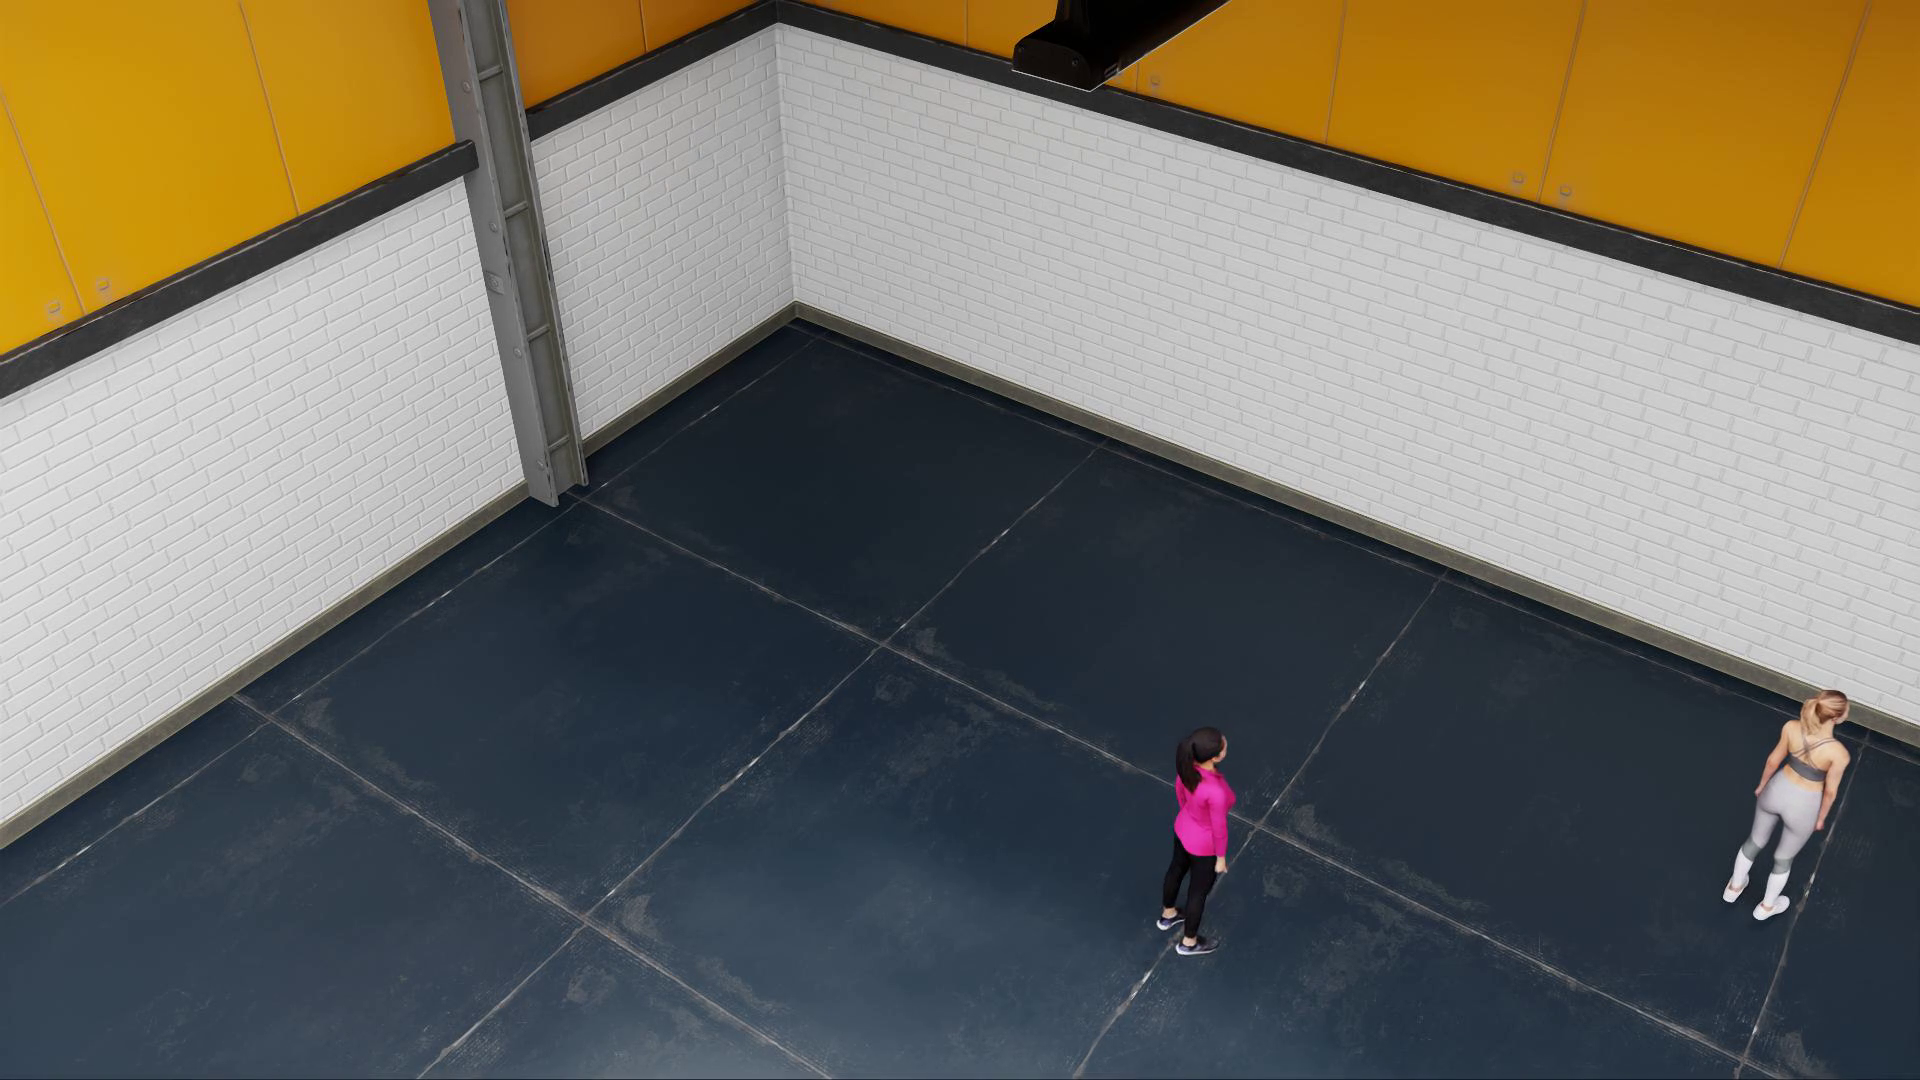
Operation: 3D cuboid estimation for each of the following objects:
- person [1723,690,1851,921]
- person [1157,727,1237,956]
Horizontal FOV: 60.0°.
[{"bbox_3d":[4.789,1.525,9.603,0.605,1.706,0.616,-26,45,-29],"label":"person"},{"bbox_3d":[1.334,1.684,9.409,0.719,1.699,0.689,-16,41,-19],"label":"person"}]
